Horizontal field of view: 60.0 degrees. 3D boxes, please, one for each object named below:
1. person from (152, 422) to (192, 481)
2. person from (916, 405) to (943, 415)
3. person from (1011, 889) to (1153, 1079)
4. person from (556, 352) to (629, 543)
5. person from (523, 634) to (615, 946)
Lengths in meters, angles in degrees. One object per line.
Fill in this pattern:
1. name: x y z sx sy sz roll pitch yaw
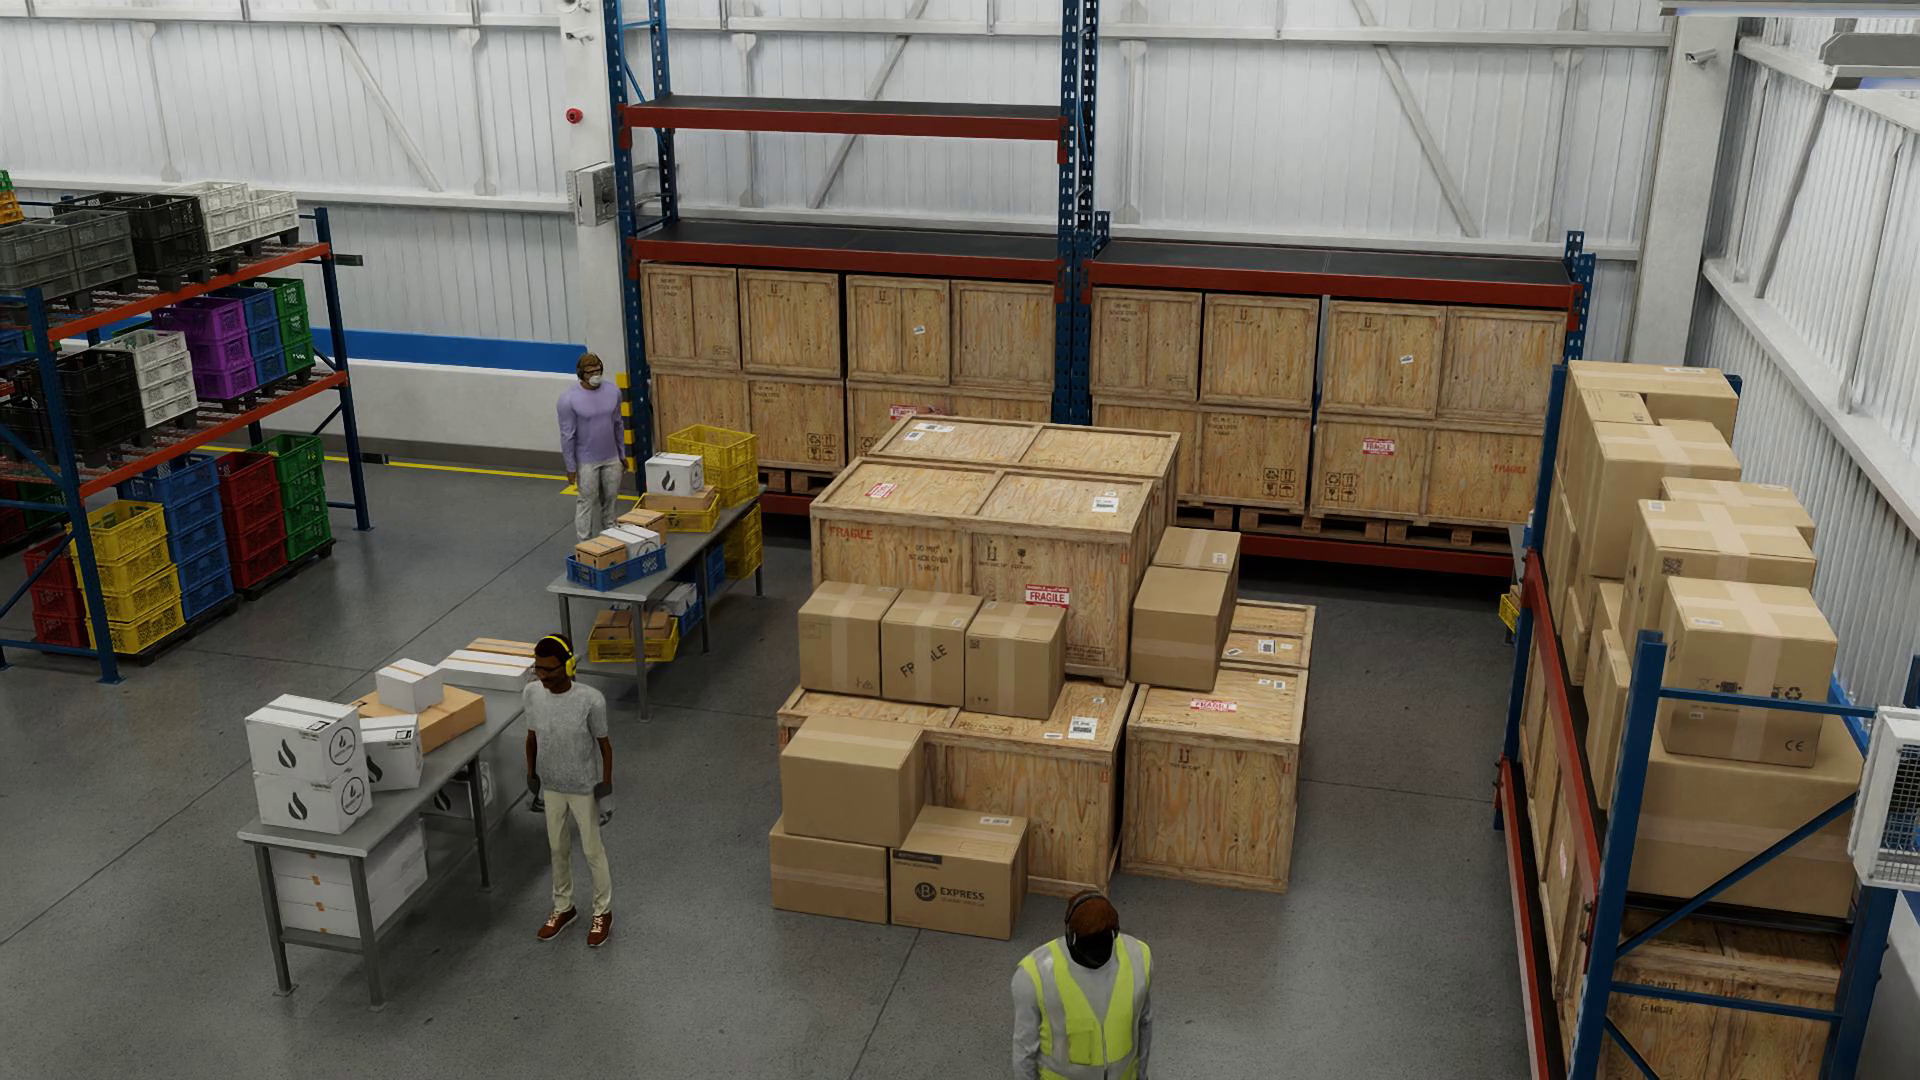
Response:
1. person: -7.253 -0.953 15.265 0.575 1.880 0.355 13 24 30
2. person: -0.251 -0.159 13.199 0.912 1.864 0.656 -16 26 -35
3. person: 0.519 2.263 6.904 0.622 1.845 0.430 -7 22 -17
4. person: -3.170 -0.694 14.504 0.361 1.938 0.635 19 28 41
5. person: -2.162 1.376 9.186 0.531 1.869 0.310 5 22 13
